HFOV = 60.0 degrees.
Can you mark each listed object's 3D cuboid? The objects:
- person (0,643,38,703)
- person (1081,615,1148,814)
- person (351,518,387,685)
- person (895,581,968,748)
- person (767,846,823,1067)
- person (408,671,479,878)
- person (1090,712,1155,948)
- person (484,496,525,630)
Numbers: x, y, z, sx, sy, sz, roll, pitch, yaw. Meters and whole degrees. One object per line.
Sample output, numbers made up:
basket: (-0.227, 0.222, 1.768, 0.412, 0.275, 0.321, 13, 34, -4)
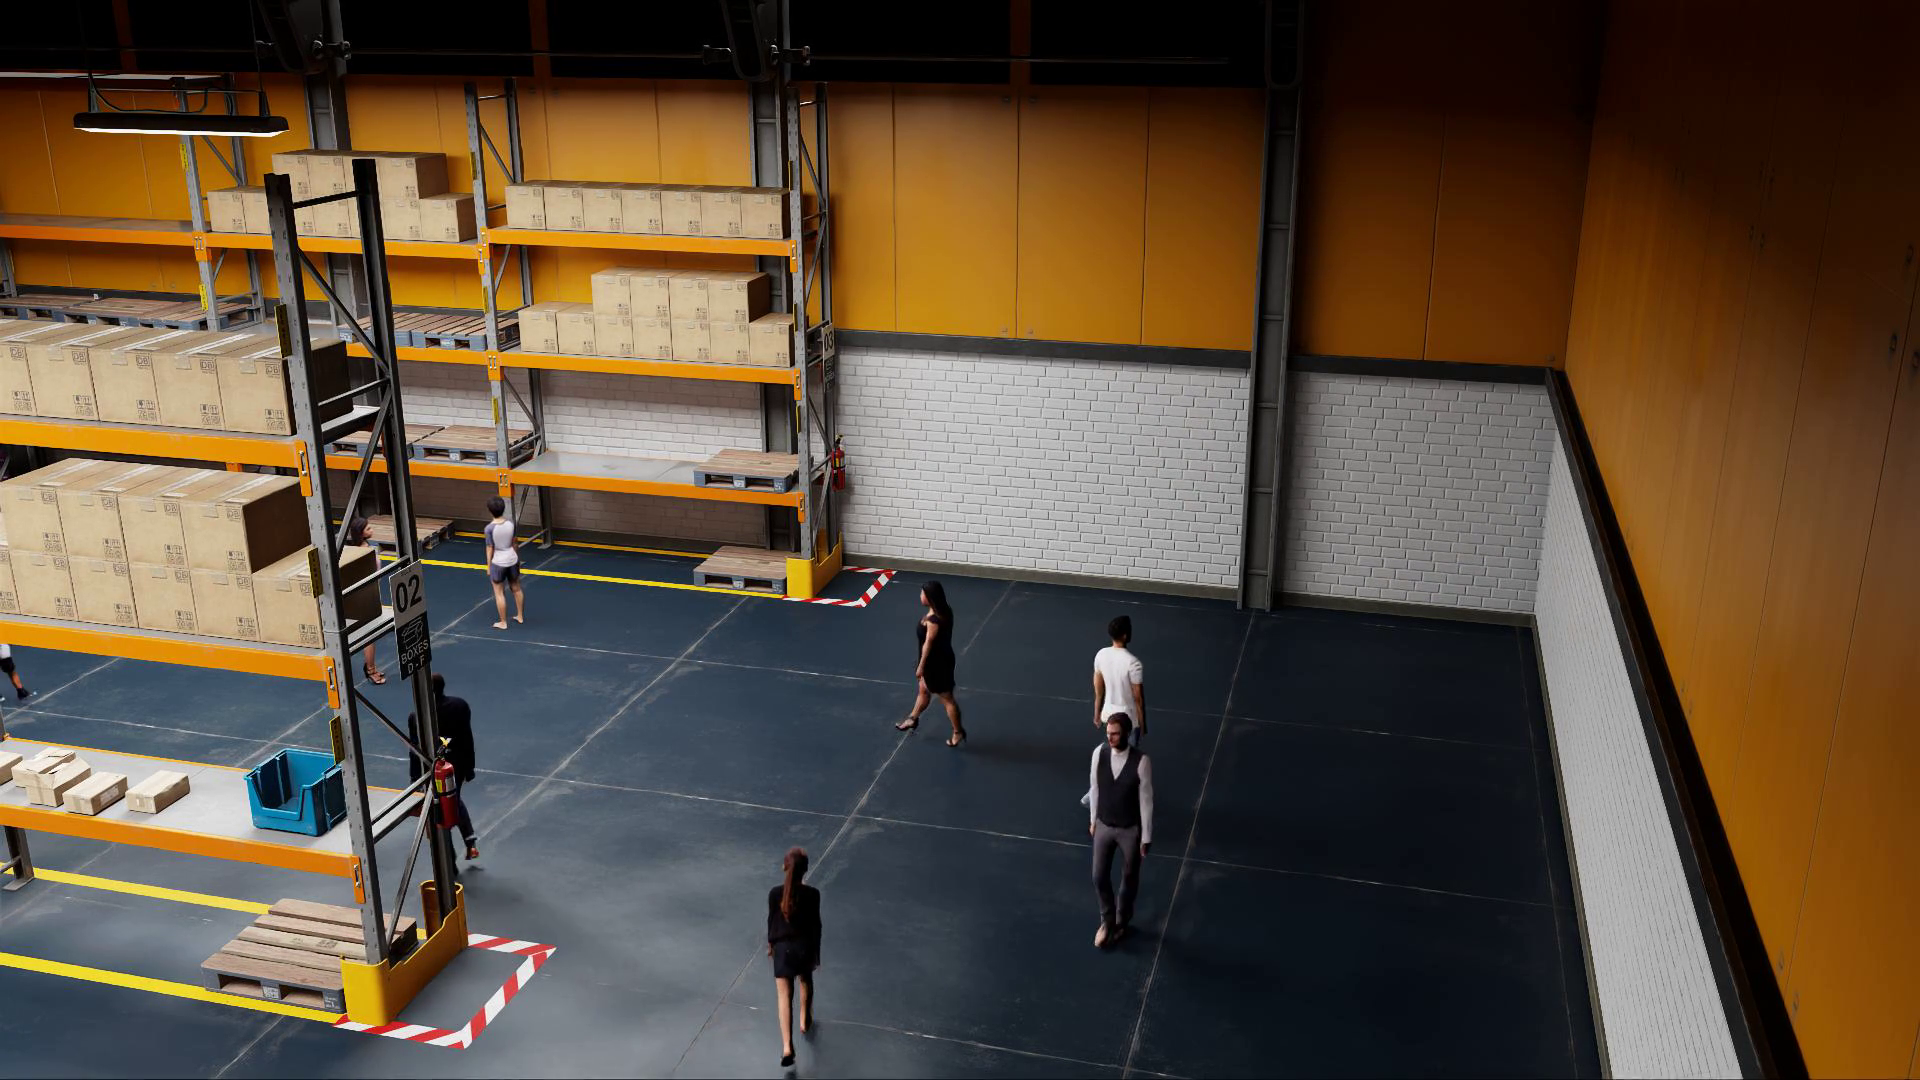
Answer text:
person: (-9.990, 1.091, 17.120, 0.823, 1.235, 0.569, 8, 20, 22)
person: (1.374, 1.589, 14.699, 1.158, 1.837, 1.177, -14, 23, -36)
person: (-6.253, 0.635, 17.573, 0.725, 1.810, 0.707, -7, 20, -19)
person: (-0.115, 1.227, 16.019, 0.977, 1.681, 0.712, 4, 19, 11)
person: (-1.149, 2.852, 11.427, 1.016, 1.531, 0.842, -2, 19, -6)
person: (-4.208, 1.948, 13.677, 0.827, 1.808, 0.813, 15, 24, 37)
person: (1.273, 2.165, 12.853, 0.681, 1.924, 0.803, 8, 20, 22)
person: (-5.247, 0.244, 19.117, 0.668, 1.566, 0.648, 17, 25, 42)
